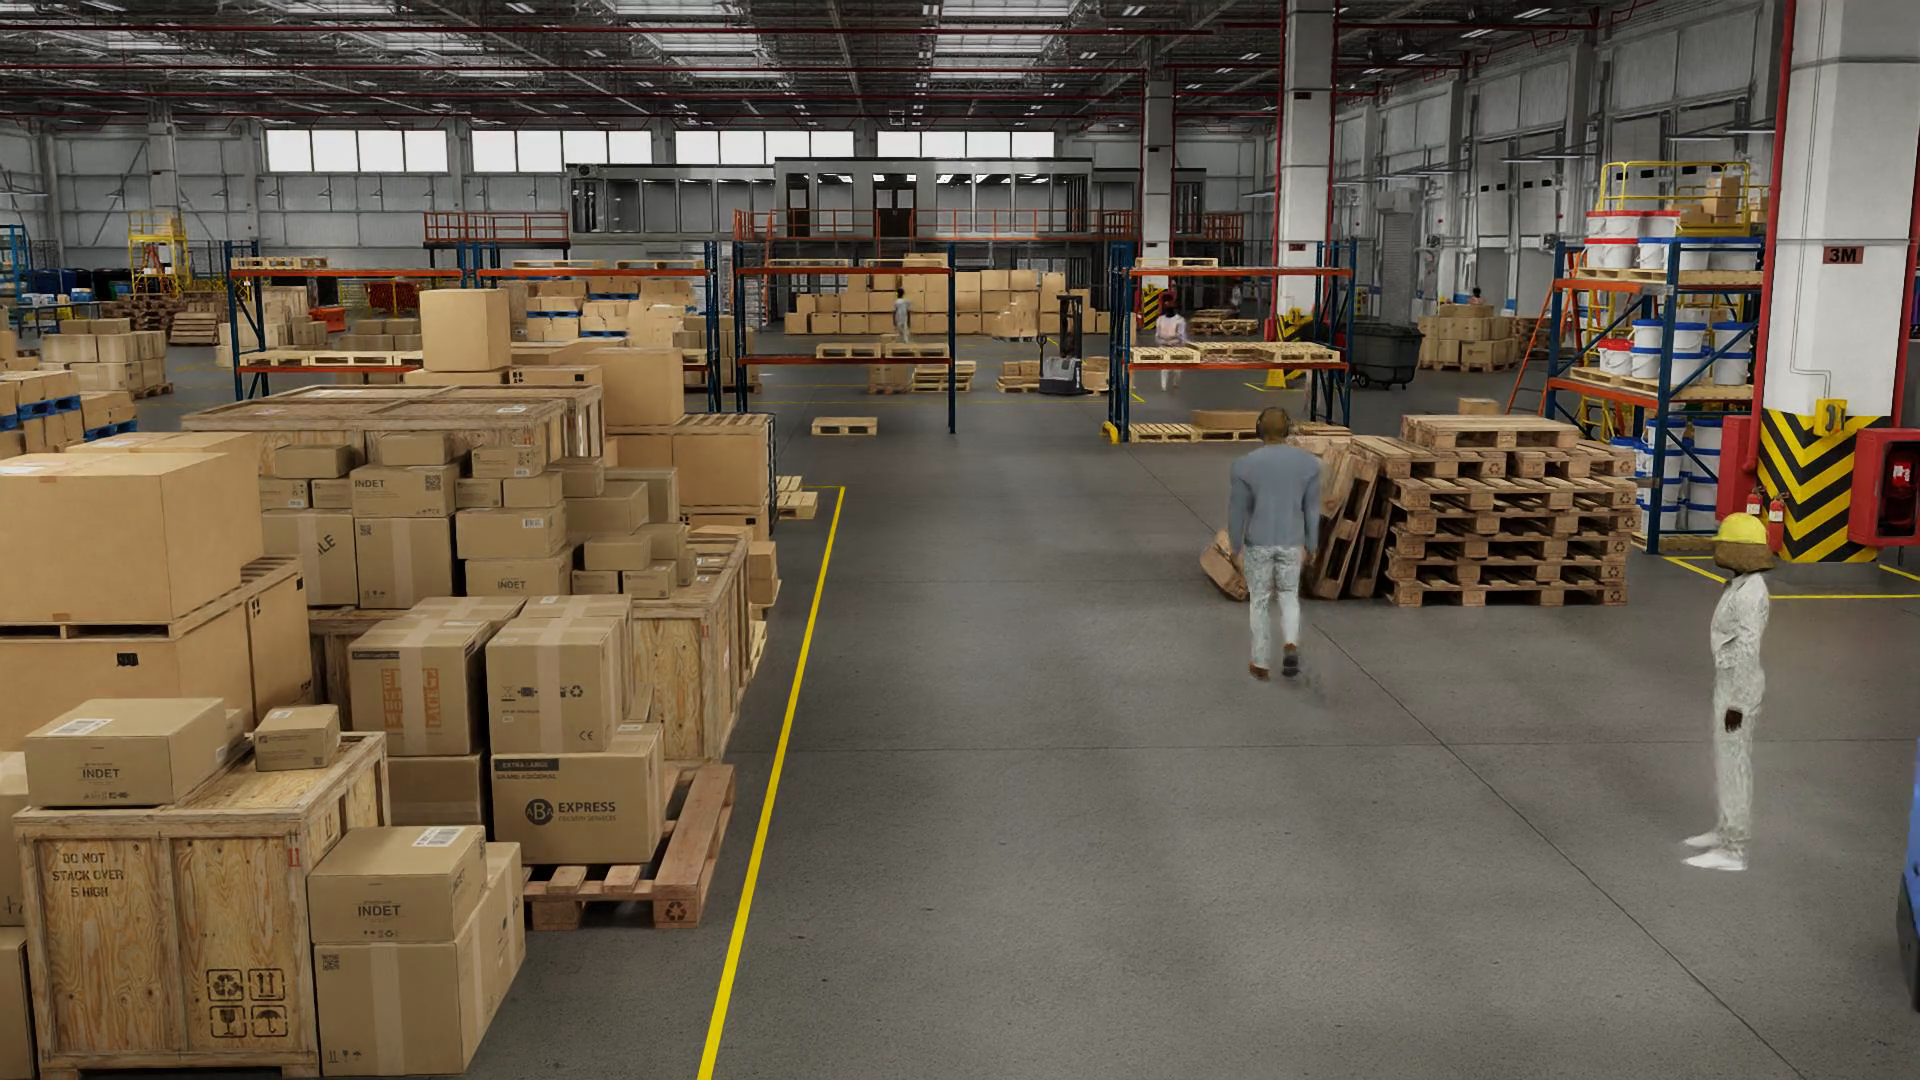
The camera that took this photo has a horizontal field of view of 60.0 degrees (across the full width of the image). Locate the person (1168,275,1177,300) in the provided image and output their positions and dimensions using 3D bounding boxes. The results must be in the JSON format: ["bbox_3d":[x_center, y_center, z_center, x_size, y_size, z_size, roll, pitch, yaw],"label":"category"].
[{"bbox_3d":[7.562,-8.613,59.425,0.375,1.997,0.611,1,10,7],"label":"person"}]

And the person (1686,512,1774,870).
[{"bbox_3d":[3.752,0.728,8.104,0.304,1.743,0.493,4,11,21],"label":"person"}]

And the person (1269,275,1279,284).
[{"bbox_3d":[12.289,-9.514,64.709,0.641,1.893,0.980,3,11,15],"label":"person"}]

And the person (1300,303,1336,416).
[{"bbox_3d":[6.230,-3.127,28.911,0.628,1.974,0.597,-1,10,-8],"label":"person"}]

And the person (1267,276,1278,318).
[{"bbox_3d":[11.193,-8.459,59.008,0.625,1.840,0.430,-6,12,-32],"label":"person"}]

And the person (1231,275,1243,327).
[{"bbox_3d":[9.460,-8.056,56.543,0.417,1.915,0.566,0,10,0],"label":"person"}]

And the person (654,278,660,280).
[{"bbox_3d":[-9.676,-7.419,53.103,0.655,1.874,1.087,-2,10,-14],"label":"person"}]

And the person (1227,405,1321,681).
[{"bbox_3d":[2.150,0.041,11.403,0.648,1.927,0.505,-1,10,-4],"label":"person"}]

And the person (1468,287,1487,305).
[{"bbox_3d":[15.662,-6.817,50.313,0.566,1.669,0.498,6,12,29],"label":"person"}]

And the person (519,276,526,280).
[{"bbox_3d":[-14.964,-8.152,57.055,0.543,1.927,0.384,-1,10,-7],"label":"person"}]

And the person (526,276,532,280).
[{"bbox_3d":[-15.952,-8.997,61.444,0.683,2.000,0.972,3,11,17],"label":"person"}]

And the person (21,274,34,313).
[{"bbox_3d":[-34.734,-9.022,62.151,0.568,1.830,0.893,8,13,39],"label":"person"}]

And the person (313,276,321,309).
[{"bbox_3d":[-25.270,-9.575,65.450,0.333,1.761,0.526,-7,12,-35],"label":"person"}]

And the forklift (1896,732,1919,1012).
[{"bbox_3d":[4.733,0.495,6.222,1.873,2.768,1.129,5,11,25],"label":"forklift"}]

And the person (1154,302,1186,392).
[{"bbox_3d":[4.262,-3.917,33.746,0.631,1.826,0.604,4,11,19],"label":"person"}]

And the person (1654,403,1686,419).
[{"bbox_3d":[9.031,-1.688,21.156,0.574,1.887,0.355,-9,14,-42],"label":"person"}]

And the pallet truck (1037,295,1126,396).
[{"bbox_3d":[2.483,-3.881,33.060,1.885,1.965,0.823,-7,13,-36],"label":"pallet truck"}]

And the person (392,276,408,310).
[{"bbox_3d":[-24.560,-10.893,72.621,0.596,1.824,1.000,10,14,43],"label":"person"}]

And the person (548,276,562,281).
[{"bbox_3d":[-17.325,-10.663,71.140,0.604,1.896,0.935,-1,10,-4],"label":"person"}]

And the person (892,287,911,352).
[{"bbox_3d":[-1.512,-5.687,43.530,0.531,1.854,0.661,-3,11,-17],"label":"person"}]
